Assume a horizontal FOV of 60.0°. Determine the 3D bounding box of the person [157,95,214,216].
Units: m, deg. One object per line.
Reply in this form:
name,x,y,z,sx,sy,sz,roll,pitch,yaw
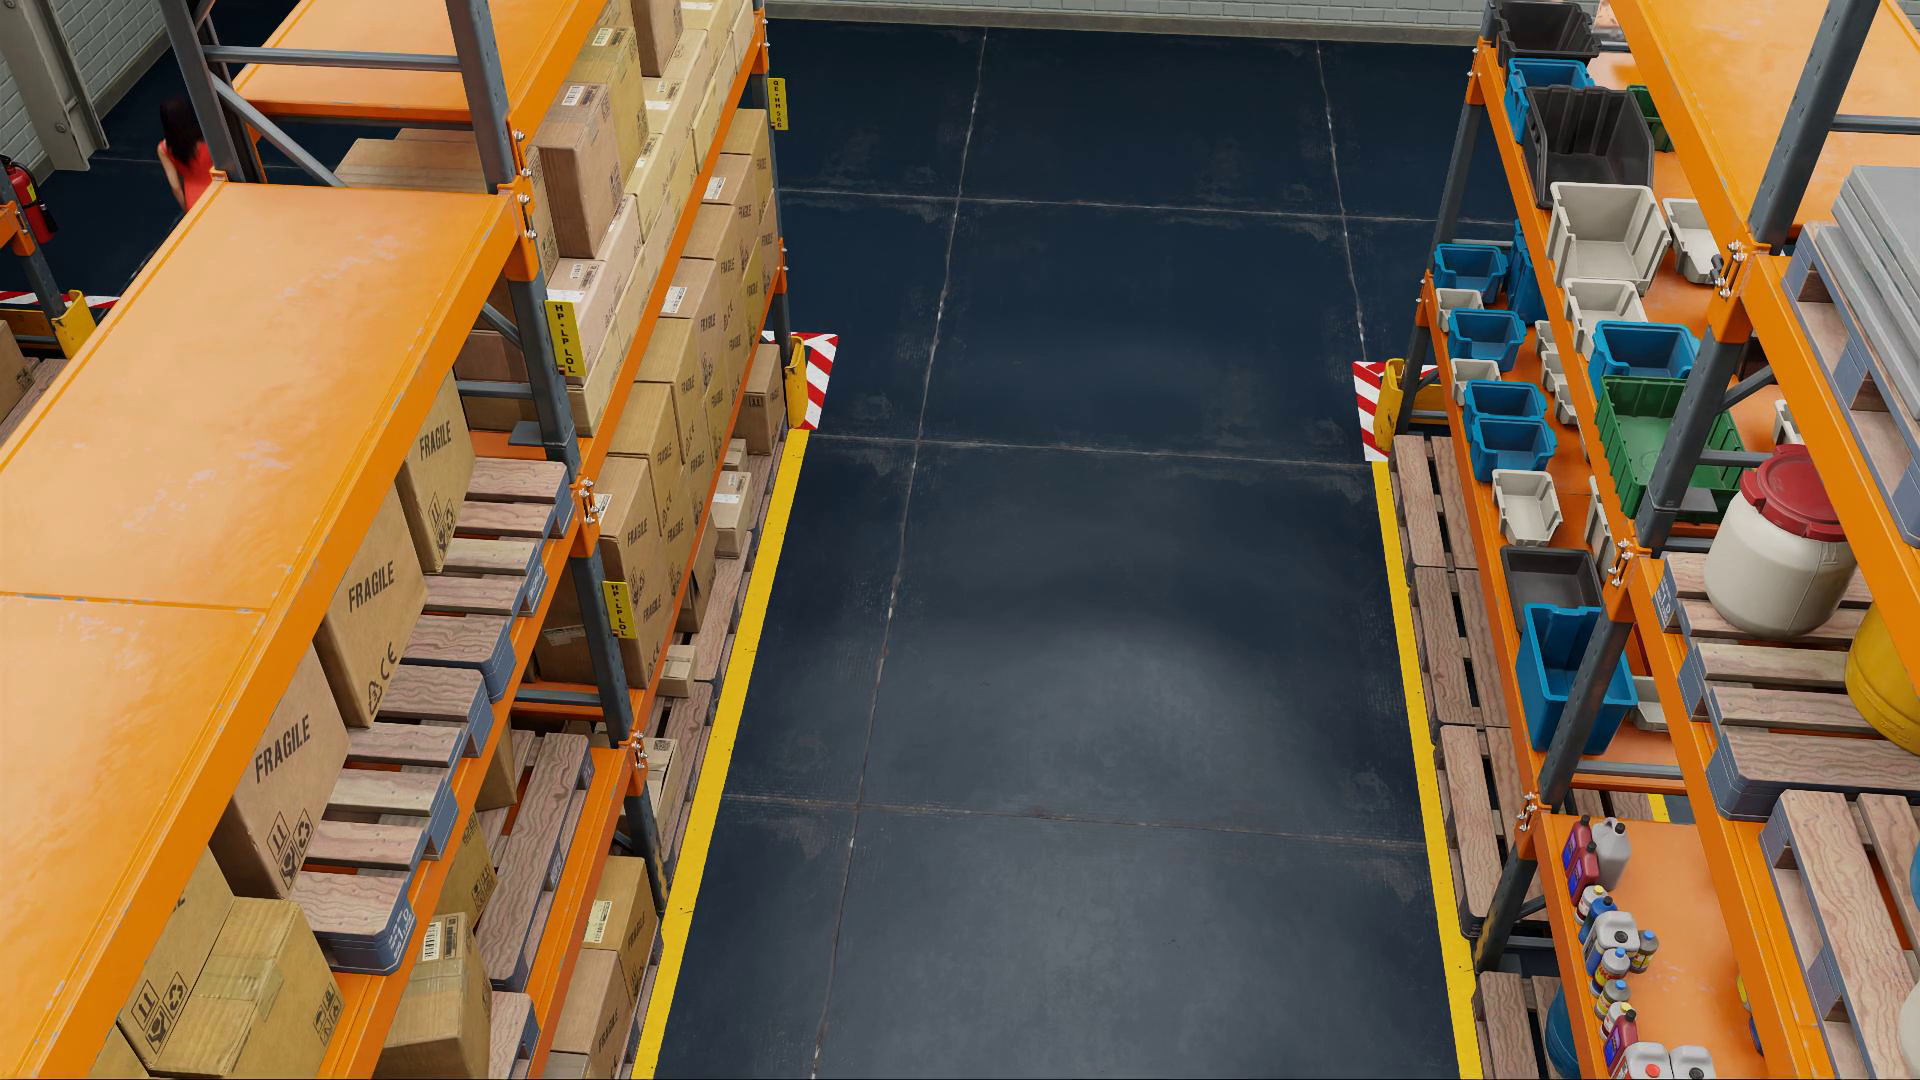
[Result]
person,-5.099,-2.247,11.357,0.640,1.718,0.601,-6,43,-6
